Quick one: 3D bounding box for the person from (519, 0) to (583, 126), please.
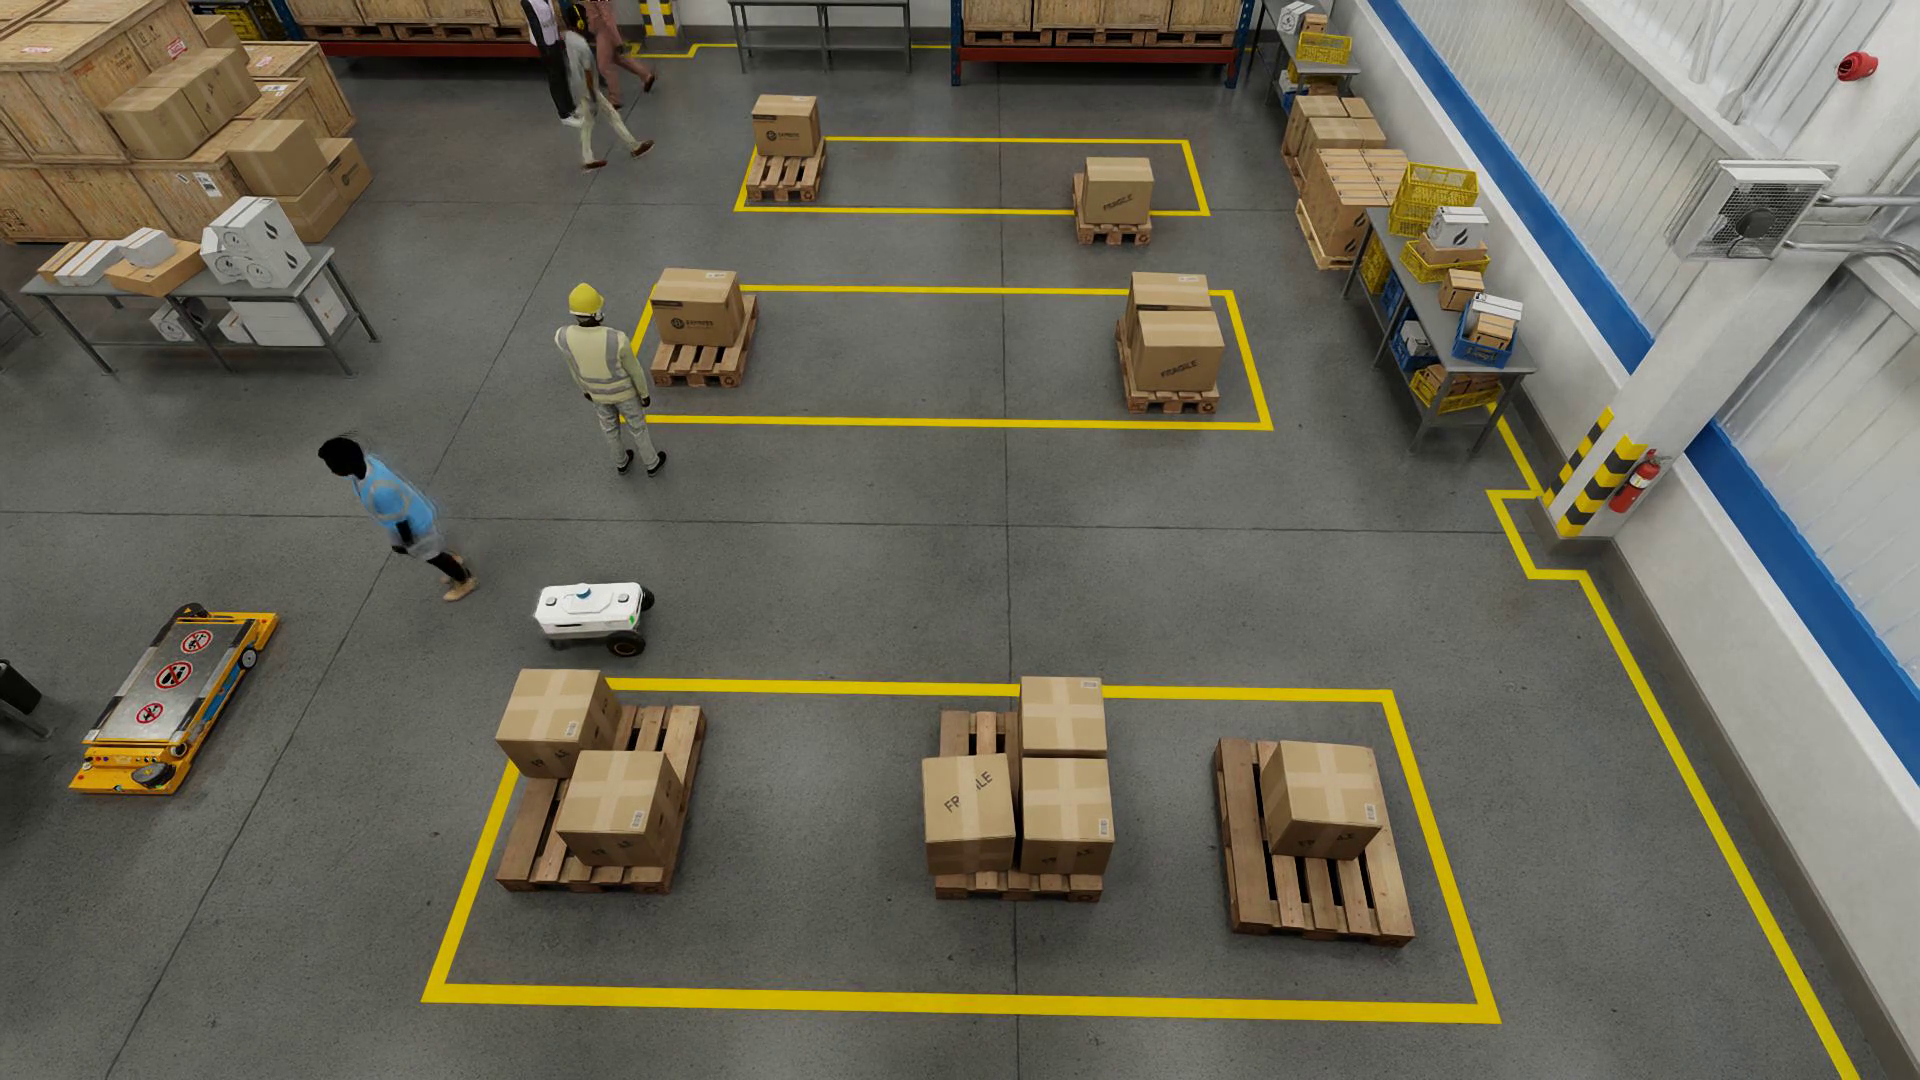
[{"bbox_3d":[-5.196,-6.289,11.599,0.398,1.920,0.588,3,50,2],"label":"person"}]

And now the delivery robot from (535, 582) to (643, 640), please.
[{"bbox_3d":[-2.688,0.498,6.684,0.707,0.478,0.477,-2,50,-2],"label":"delivery robot"}]

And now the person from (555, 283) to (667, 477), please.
[{"bbox_3d":[-2.790,-1.241,7.390,0.593,1.827,0.403,4,50,3],"label":"person"}]

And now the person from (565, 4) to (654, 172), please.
[{"bbox_3d":[-4.304,-5.373,10.890,0.527,1.822,0.972,37,59,27],"label":"person"}]

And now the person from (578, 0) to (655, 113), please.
[{"bbox_3d":[-4.538,-6.628,11.929,0.834,1.865,0.659,-24,54,-19],"label":"person"}]

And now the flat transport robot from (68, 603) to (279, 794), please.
[{"bbox_3d":[-5.504,1.072,6.442,0.652,0.197,1.431,1,50,1],"label":"flat transport robot"}]

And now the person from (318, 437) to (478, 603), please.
[{"bbox_3d":[-3.970,-0.137,6.546,0.383,1.671,0.586,-34,58,-25],"label":"person"}]
